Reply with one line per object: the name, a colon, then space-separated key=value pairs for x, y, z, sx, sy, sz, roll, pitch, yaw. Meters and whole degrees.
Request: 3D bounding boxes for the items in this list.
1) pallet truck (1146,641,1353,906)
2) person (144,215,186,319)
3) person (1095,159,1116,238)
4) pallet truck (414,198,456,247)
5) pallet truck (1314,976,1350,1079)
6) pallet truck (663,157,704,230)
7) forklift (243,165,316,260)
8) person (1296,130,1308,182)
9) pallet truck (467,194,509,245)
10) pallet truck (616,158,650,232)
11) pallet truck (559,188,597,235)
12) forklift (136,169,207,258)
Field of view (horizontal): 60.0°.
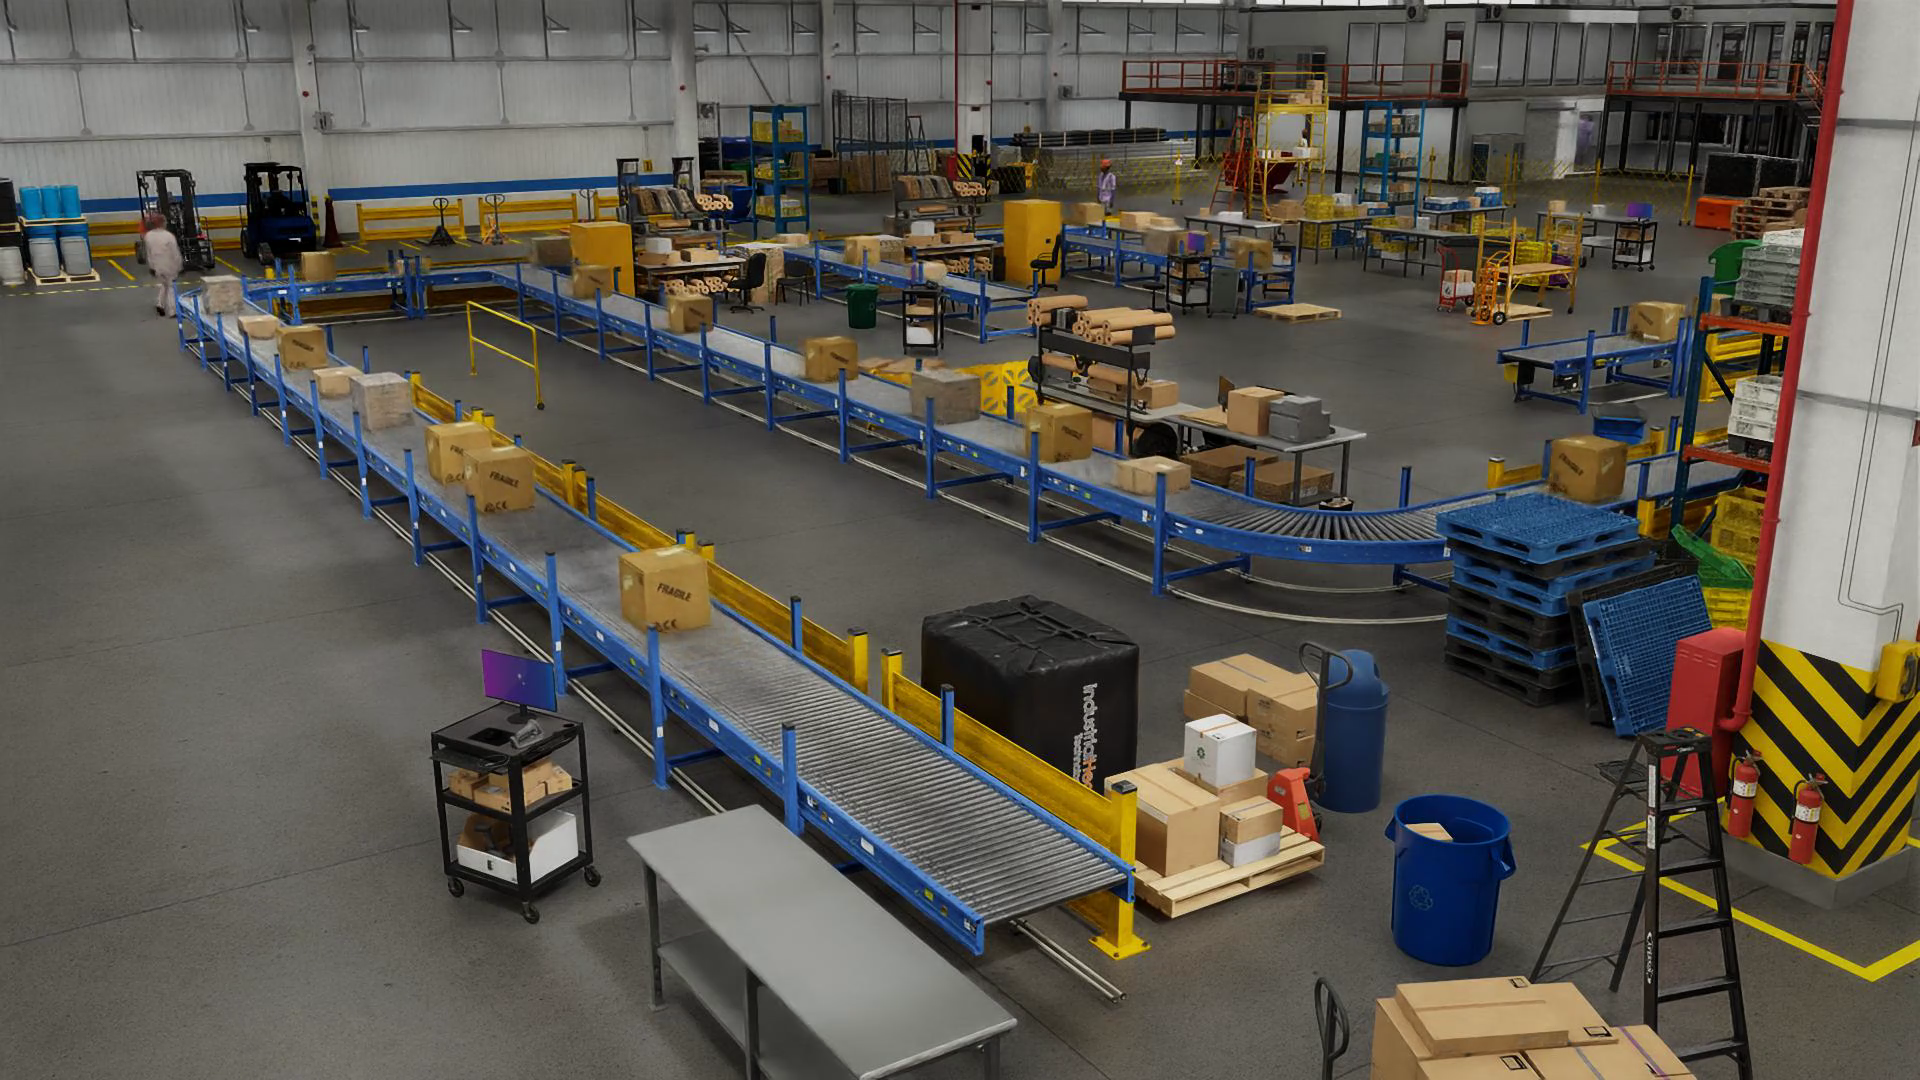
pallet truck: x=1.664 y=1.407 z=10.232 sx=1.630 sy=1.274 sz=0.653 roll=-10 pitch=20 yaw=-31
person: x=-14.608 y=-5.032 z=30.653 sx=0.660 sy=1.894 sz=0.418 roll=5 pitch=18 yaw=17
person: x=3.738 y=-8.781 z=42.877 sx=0.390 sy=2.034 sz=0.605 roll=-11 pitch=20 yaw=-33
pallet truck: x=-13.250 y=-8.060 z=41.856 sx=0.680 sy=1.201 sz=1.601 roll=-10 pitch=20 yaw=-31
pallet truck: x=2.299 y=2.390 z=7.086 sx=1.601 sy=1.201 sz=0.680 roll=-2 pitch=17 yaw=-7
pallet truck: x=-7.586 y=-9.308 z=44.692 sx=0.823 sy=1.965 sz=1.885 roll=-11 pitch=20 yaw=-33
forklift: x=-15.898 y=-7.669 z=38.708 sx=1.157 sy=1.987 sz=2.680 roll=-11 pitch=20 yaw=-33
person: x=12.369 y=-13.853 z=60.037 sx=0.360 sy=1.879 sz=0.579 roll=10 pitch=20 yaw=30
pallet truck: x=-11.983 y=-8.177 z=42.137 sx=0.704 sy=1.261 sz=1.522 roll=-11 pitch=20 yaw=-33
pallet truck: x=-8.918 y=-9.176 z=44.255 sx=0.823 sy=1.965 sz=1.885 roll=-9 pitch=19 yaw=-27
pallet truck: x=-10.010 y=-8.652 z=43.699 sx=0.653 sy=1.274 sz=1.630 roll=-10 pitch=20 yaw=-31
forklift: x=-17.842 y=-7.318 z=37.559 sx=1.157 sy=1.987 sz=2.680 roll=-10 pitch=20 yaw=-31
